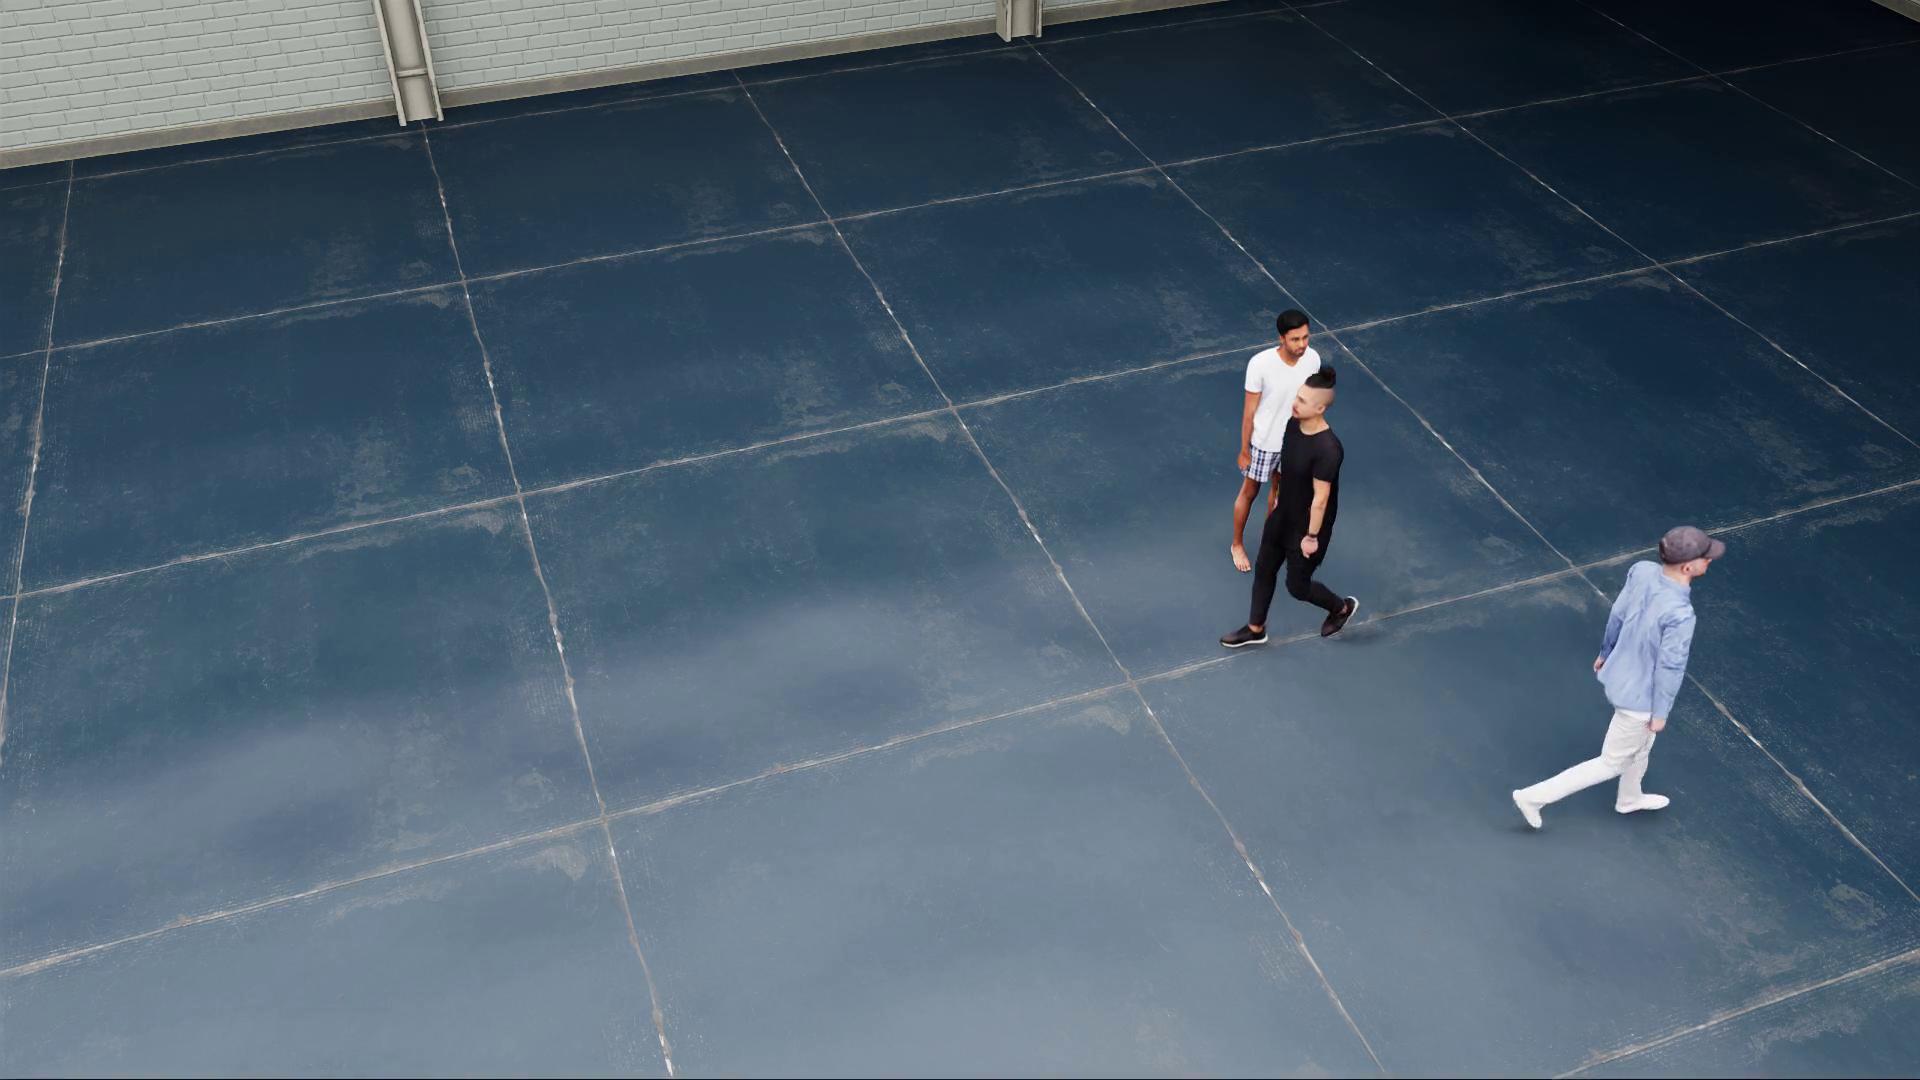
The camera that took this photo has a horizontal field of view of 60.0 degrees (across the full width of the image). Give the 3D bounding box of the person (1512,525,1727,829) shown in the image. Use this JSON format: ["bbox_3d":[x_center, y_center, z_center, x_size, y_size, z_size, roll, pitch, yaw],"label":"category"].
[{"bbox_3d":[3.193,0.711,8.044,1.190,1.859,0.858,-2,38,-2],"label":"person"}]

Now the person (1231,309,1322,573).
[{"bbox_3d":[1.860,-0.615,9.841,0.462,1.734,0.690,-13,40,-17],"label":"person"}]

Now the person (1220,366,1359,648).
[{"bbox_3d":[1.927,-0.129,9.128,1.000,1.846,0.713,-11,39,-14],"label":"person"}]
